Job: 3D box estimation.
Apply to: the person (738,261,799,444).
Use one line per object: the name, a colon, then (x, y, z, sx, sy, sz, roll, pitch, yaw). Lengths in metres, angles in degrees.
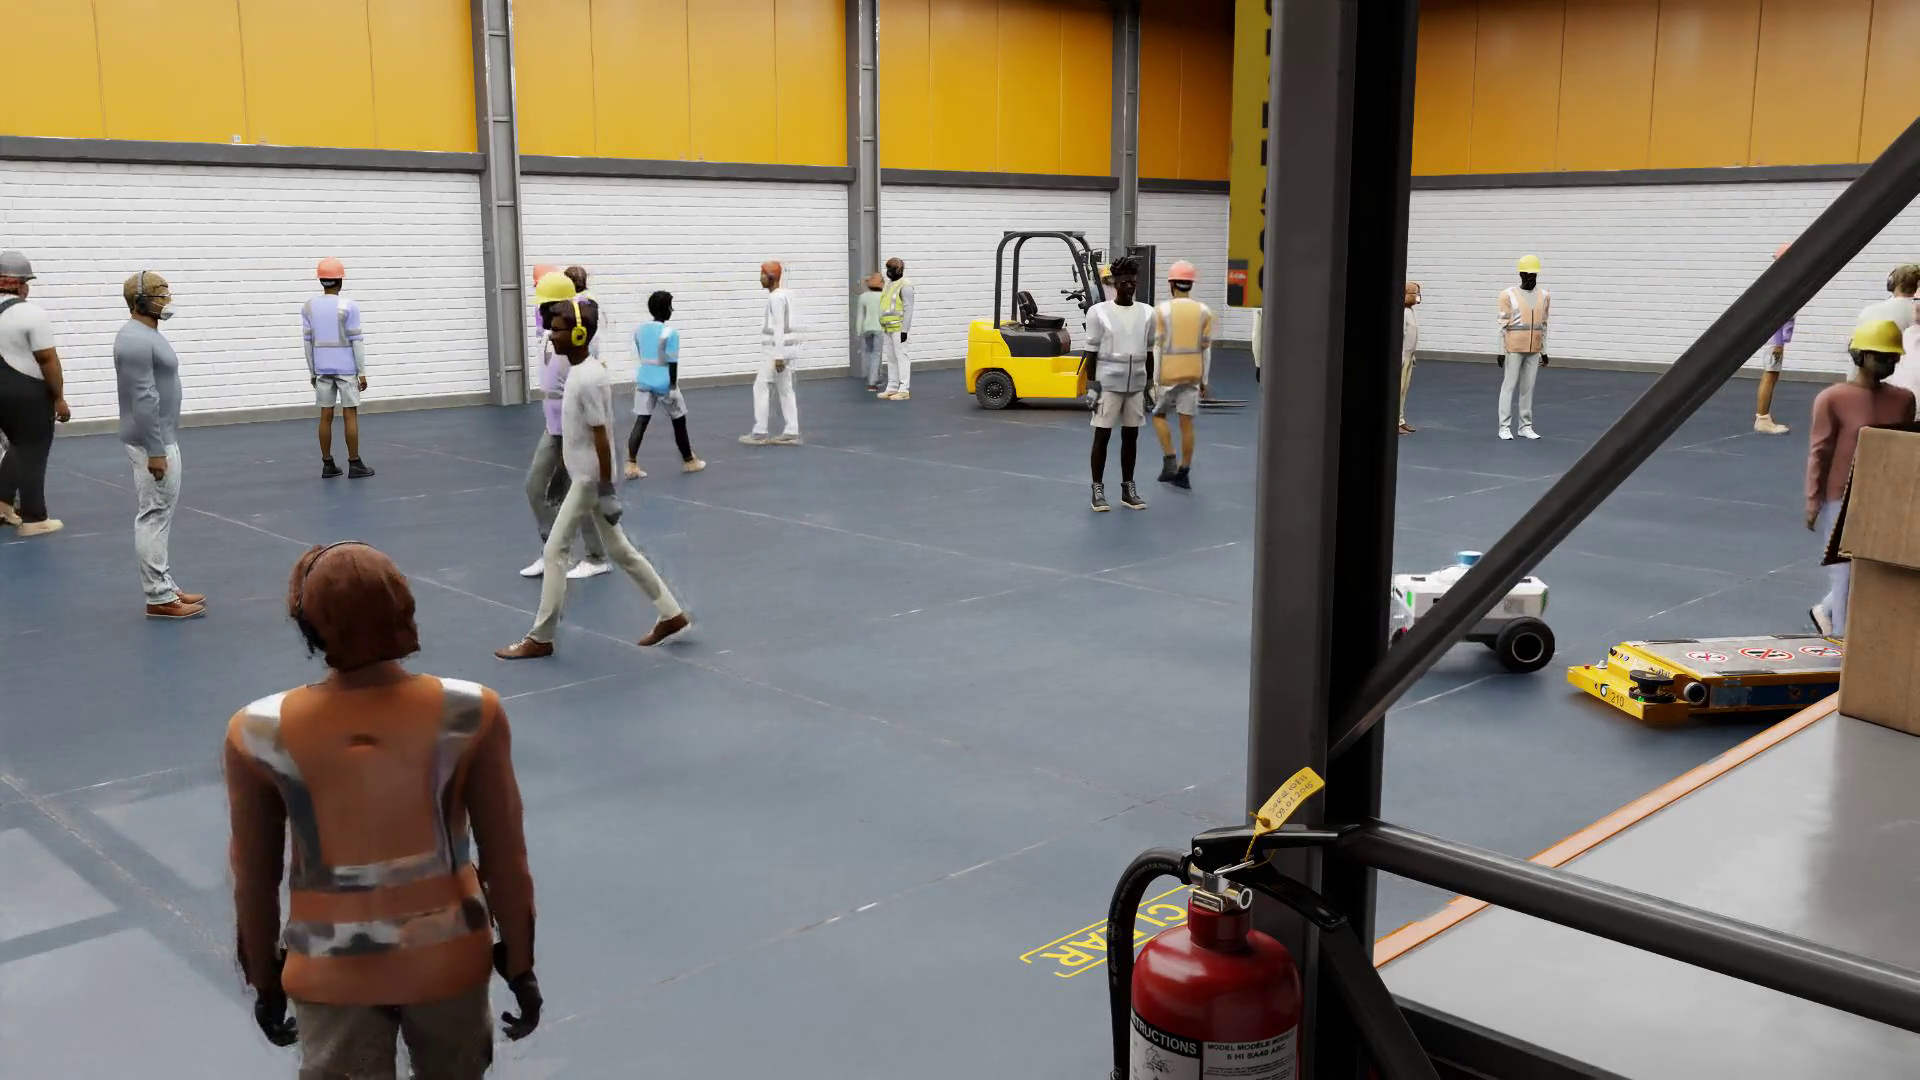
person: (-1.986, -1.895, 16.955, 0.754, 1.861, 0.619, 0, 10, 0)

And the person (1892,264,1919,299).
person: (10.857, -2.235, 18.908, 0.600, 1.827, 0.404, -2, 11, -13)

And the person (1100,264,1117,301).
person: (2.162, -2.971, 23.145, 0.540, 1.742, 0.567, -8, 13, -38)

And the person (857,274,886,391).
person: (-1.137, -2.886, 23.098, 0.506, 1.595, 0.812, 4, 11, 22)

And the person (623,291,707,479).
person: (-2.648, -1.370, 14.672, 0.531, 1.649, 0.874, 6, 12, 31)

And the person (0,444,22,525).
person: (-7.291, -1.006, 12.041, 1.020, 1.877, 0.653, -9, 13, -39)

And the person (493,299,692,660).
person: (-1.857, -0.305, 8.444, 0.990, 1.830, 0.508, -2, 11, -10)

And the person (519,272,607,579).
person: (-2.489, -0.682, 10.234, 0.667, 1.903, 0.607, -9, 14, -40)

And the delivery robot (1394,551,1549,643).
delivery robot: (2.543, 0.300, 8.306, 0.707, 0.478, 0.477, 1, 10, 4)

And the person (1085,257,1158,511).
person: (1.254, -1.206, 12.930, 0.607, 1.963, 0.374, -3, 11, -18)

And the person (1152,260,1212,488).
person: (1.850, -1.396, 14.087, 0.566, 1.916, 0.437, -2, 11, -13)

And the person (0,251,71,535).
person: (-6.682, -1.052, 11.881, 0.693, 2.000, 0.535, 4, 11, 21)

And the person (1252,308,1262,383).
person: (2.891, -1.561, 14.775, 0.614, 1.997, 0.374, 7, 13, 34)

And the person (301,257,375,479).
person: (-5.465, -1.503, 14.622, 0.553, 1.938, 0.364, 2, 11, 9)

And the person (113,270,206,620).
person: (-4.483, -0.525, 9.288, 0.372, 1.940, 0.632, -4, 11, -22)

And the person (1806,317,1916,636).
person: (4.351, -0.206, 8.075, 0.540, 1.749, 0.706, -1, 10, -7)

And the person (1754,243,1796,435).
person: (8.842, -2.165, 17.941, 0.396, 2.044, 0.609, 5, 11, 24)

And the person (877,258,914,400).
person: (-0.844, -2.742, 21.642, 0.429, 1.845, 0.624, -6, 12, -30)

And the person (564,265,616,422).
person: (-4.108, -2.053, 17.963, 0.805, 1.816, 0.628, -5, 12, -27)

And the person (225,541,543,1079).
person: (-1.037, 0.801, 3.019, 0.531, 1.592, 0.828, -3, 11, -17)

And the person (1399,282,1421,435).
person: (4.808, -1.961, 17.946, 0.278, 1.634, 0.499, 6, 12, 30)

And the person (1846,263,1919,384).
person: (7.121, -1.146, 12.716, 0.636, 1.920, 0.438, 0, 10, 1)

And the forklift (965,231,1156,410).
forklift: (1.222, -2.721, 20.561, 2.313, 2.155, 1.214, 2, 11, 13)

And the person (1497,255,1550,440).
person: (5.901, -2.009, 17.406, 0.594, 1.925, 0.368, -3, 11, -14)

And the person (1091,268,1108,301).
person: (2.295, -3.506, 26.432, 0.635, 1.613, 0.298, -8, 13, -39)

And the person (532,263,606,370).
person: (-3.728, -1.698, 15.849, 0.612, 1.876, 0.502, 3, 11, 14)

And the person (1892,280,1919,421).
person: (5.786, -0.633, 9.998, 0.443, 1.889, 0.669, -1, 10, -8)

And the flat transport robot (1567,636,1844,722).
flat transport robot: (3.610, 0.618, 7.605, 1.431, 0.197, 0.652, -2, 10, -9)
